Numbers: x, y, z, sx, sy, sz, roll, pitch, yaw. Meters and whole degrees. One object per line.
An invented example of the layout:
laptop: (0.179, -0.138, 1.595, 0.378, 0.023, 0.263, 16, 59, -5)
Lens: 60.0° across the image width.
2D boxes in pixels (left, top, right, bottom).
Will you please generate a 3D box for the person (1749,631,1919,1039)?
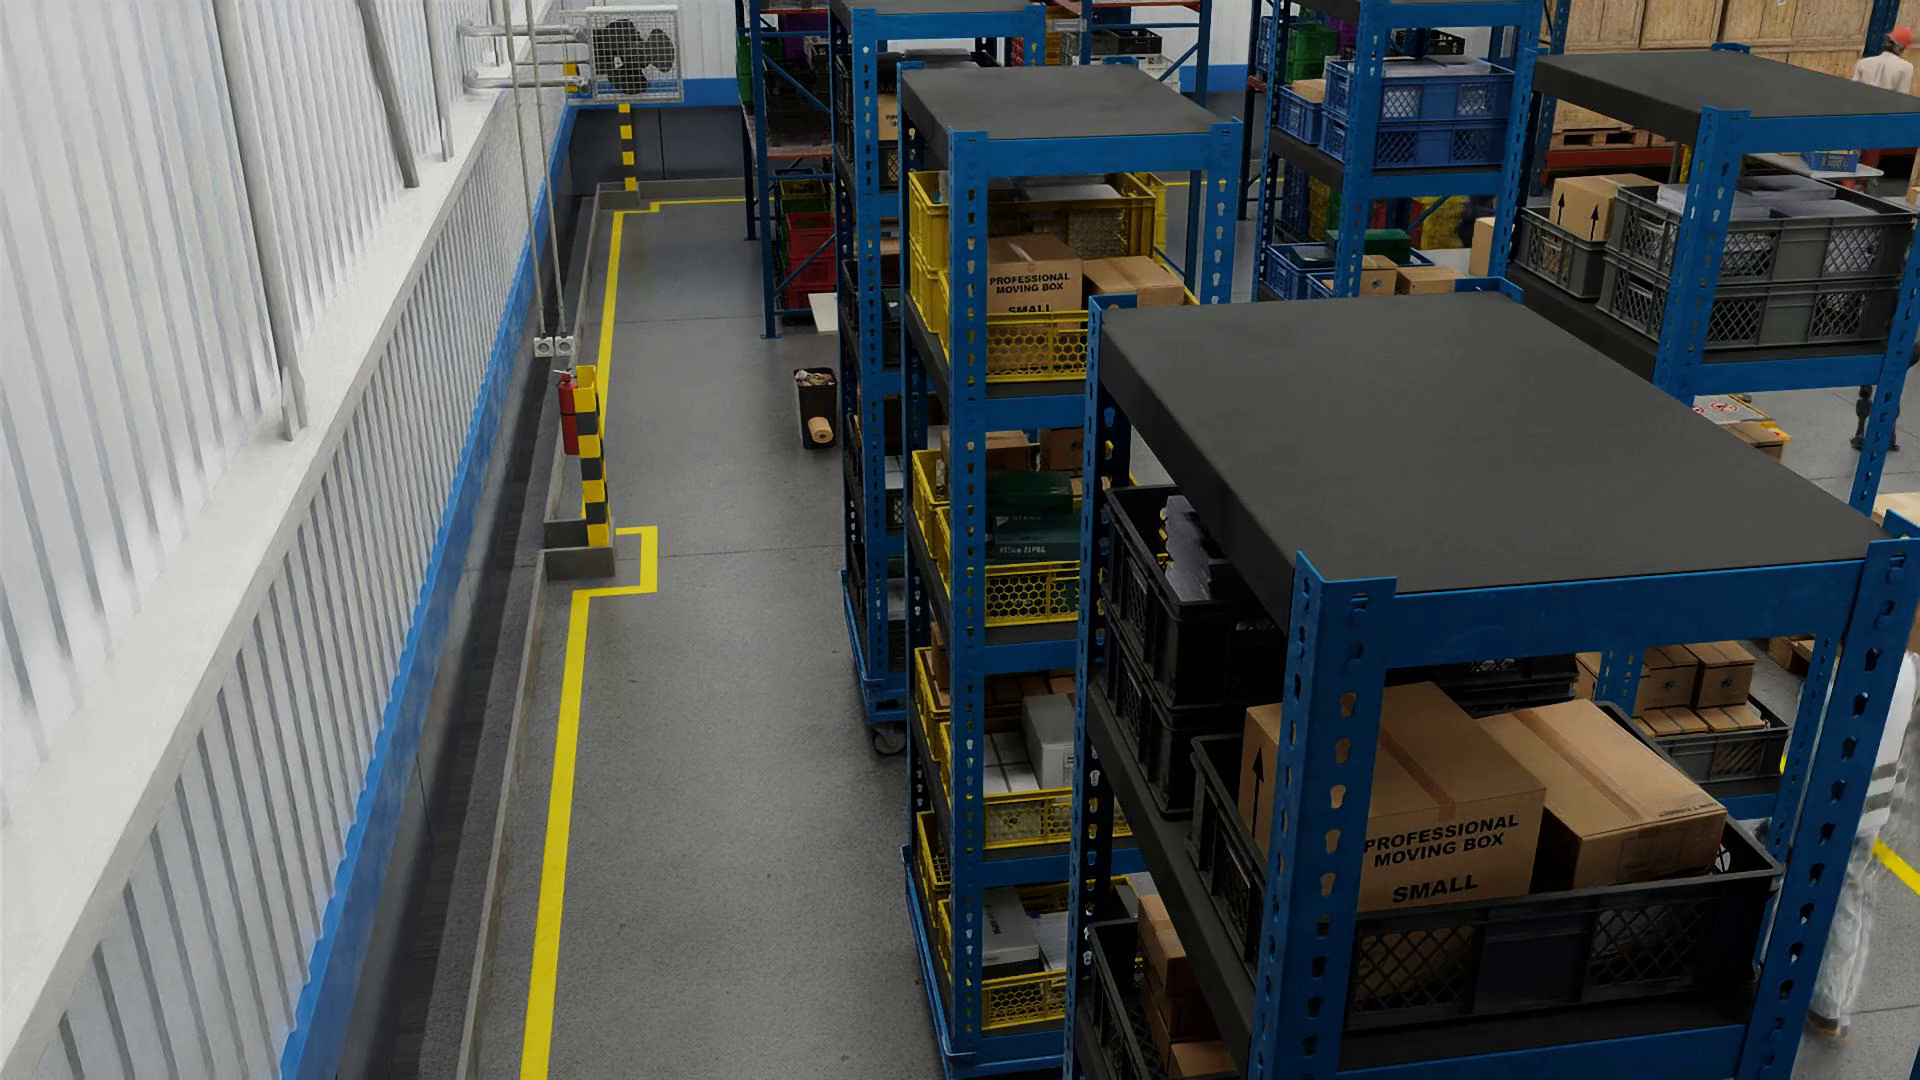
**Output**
person: (3.221, 0.965, 6.301, 0.579, 1.858, 0.755, -8, 26, -17)

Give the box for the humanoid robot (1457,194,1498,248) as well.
humanoid robot: (4.675, -2.795, 14.699, 0.575, 1.645, 0.546, -16, 29, -32)

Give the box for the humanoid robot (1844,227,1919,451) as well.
humanoid robot: (6.534, -1.418, 11.717, 0.608, 1.634, 0.394, 8, 26, 16)

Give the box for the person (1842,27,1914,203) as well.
person: (10.274, -4.779, 18.719, 0.648, 1.914, 1.037, 18, 30, 34)

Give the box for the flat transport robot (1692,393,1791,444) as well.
flat transport robot: (5.224, -0.859, 12.132, 1.431, 0.197, 0.652, -4, 25, -8)
